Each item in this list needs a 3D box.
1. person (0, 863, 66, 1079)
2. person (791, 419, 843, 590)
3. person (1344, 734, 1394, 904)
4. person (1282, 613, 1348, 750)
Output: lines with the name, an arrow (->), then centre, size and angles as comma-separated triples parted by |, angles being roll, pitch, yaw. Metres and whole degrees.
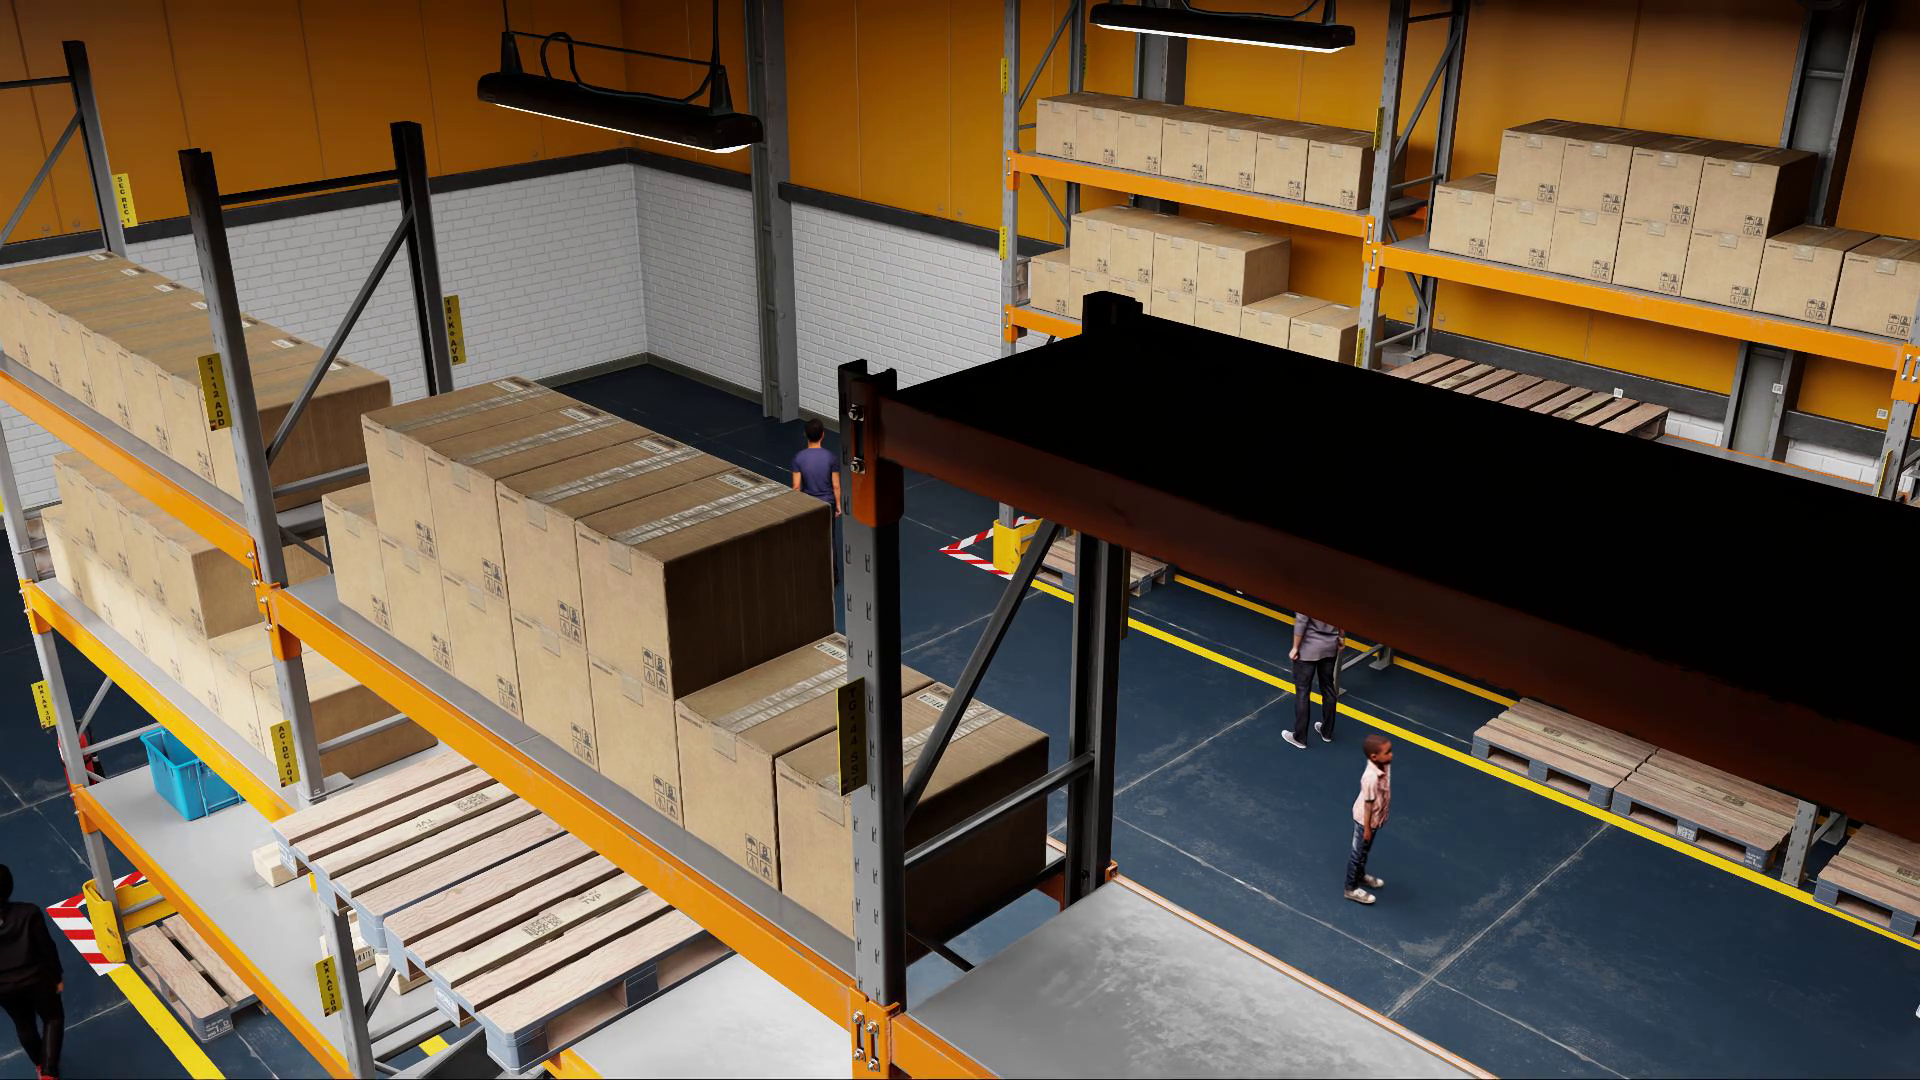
person -> -5.577, 2.669, 9.890 | 0.851, 1.647, 1.051 | -9, 25, -19
person -> -1.422, -0.346, 16.613 | 0.713, 1.786, 0.748 | -2, 24, -5
person -> 2.922, 1.969, 11.916 | 0.555, 1.306, 0.542 | 11, 26, 24
person -> 2.975, 0.853, 13.786 | 0.743, 1.853, 0.695 | -9, 25, -20
